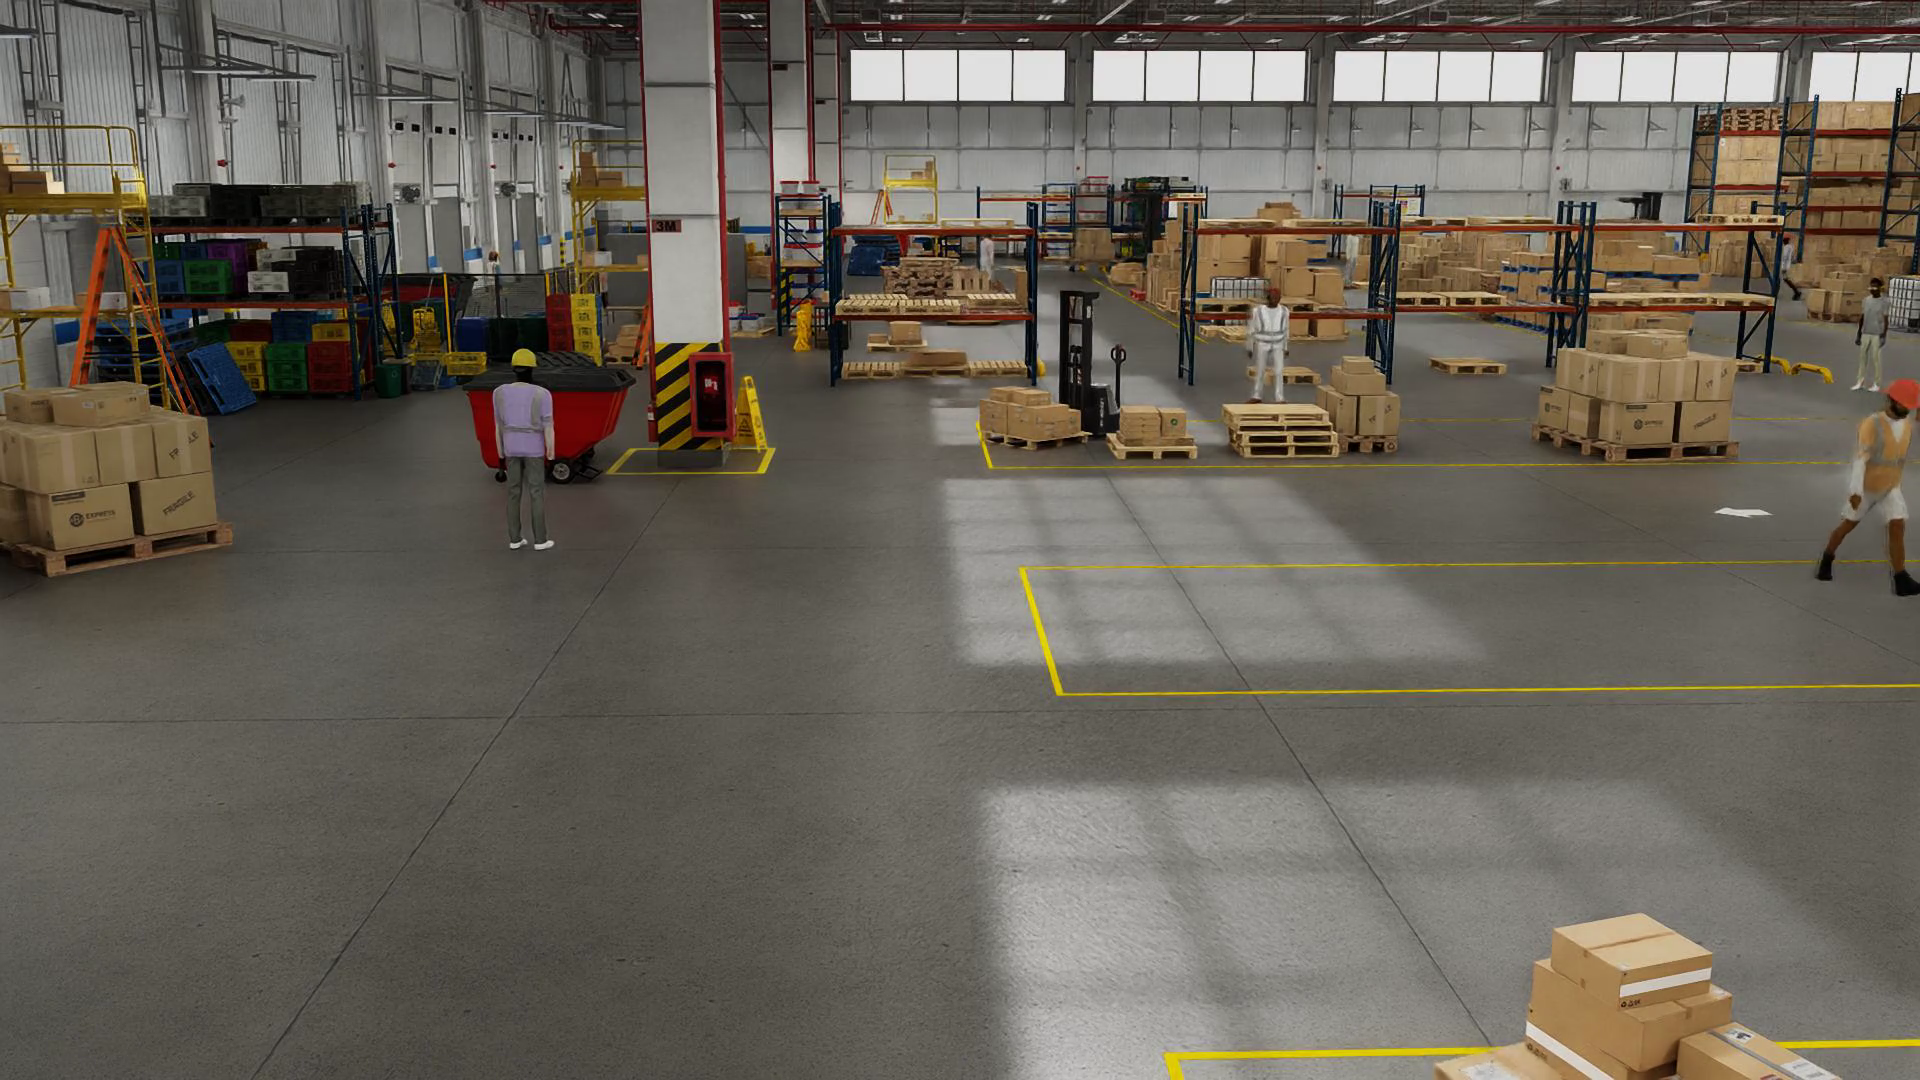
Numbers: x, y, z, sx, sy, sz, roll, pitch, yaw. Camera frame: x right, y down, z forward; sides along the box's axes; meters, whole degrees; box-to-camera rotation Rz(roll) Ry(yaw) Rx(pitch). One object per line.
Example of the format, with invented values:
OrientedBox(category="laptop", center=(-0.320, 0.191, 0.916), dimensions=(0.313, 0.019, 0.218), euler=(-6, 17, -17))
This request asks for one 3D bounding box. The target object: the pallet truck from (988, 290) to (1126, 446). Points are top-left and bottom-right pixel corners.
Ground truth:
OrientedBox(category="pallet truck", center=(1.257, -2.299, 22.111), dimensions=(1.885, 1.965, 0.823), euler=(-9, 15, -35))

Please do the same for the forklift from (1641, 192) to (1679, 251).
OrientedBox(category="forklift", center=(24.975, -11.182, 60.208), dimensions=(1.873, 2.768, 1.129), euler=(0, 12, -2))

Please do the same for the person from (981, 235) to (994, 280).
OrientedBox(category="person", center=(0.799, -7.994, 47.967), dimensions=(0.381, 1.939, 0.638), euler=(-5, 13, -20))

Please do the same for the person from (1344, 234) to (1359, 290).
OrientedBox(category="person", center=(11.960, -8.616, 50.766), dimensions=(0.353, 1.937, 0.635), euler=(10, 16, 39))

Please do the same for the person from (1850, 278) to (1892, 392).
OrientedBox(category="person", center=(14.920, -3.356, 27.207), dimensions=(0.320, 1.858, 0.522), euler=(-7, 14, -29))

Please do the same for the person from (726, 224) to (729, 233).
OrientedBox(category="person", center=(-7.726, -9.480, 54.697), dimensions=(0.382, 1.922, 0.594), euler=(2, 13, 11))

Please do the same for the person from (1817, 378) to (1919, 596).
OrientedBox(category="person", center=(7.859, -0.487, 14.240), dimensions=(0.606, 1.877, 1.017), euler=(-3, 13, -14))

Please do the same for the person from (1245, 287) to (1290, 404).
OrientedBox(category="person", center=(4.697, -2.925, 25.329), dimensions=(0.623, 1.845, 0.676), euler=(0, 12, 1))

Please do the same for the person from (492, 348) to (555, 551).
OrientedBox(category="person", center=(-4.114, -0.853, 15.778), dimensions=(0.581, 1.919, 0.398), euler=(1, 13, 5))

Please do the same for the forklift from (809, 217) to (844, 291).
OrientedBox(category="forklift", center=(-4.375, -8.619, 48.637), dimensions=(1.873, 2.768, 1.129), euler=(0, 12, -2))

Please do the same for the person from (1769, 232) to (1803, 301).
OrientedBox(category="person", center=(23.076, -7.633, 46.417), dimensions=(0.912, 1.906, 0.555), euler=(9, 15, 36))

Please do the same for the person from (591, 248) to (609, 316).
OrientedBox(category="person", center=(-8.886, -6.387, 41.297), dimensions=(0.551, 1.676, 0.653), euler=(3, 13, 11))

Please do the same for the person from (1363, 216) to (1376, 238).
OrientedBox(category="person", center=(14.891, -10.727, 60.169), dimensions=(0.626, 1.989, 0.395), euler=(3, 13, 15))

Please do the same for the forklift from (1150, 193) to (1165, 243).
OrientedBox(category="forklift", center=(6.713, -10.463, 56.963), dimensions=(1.873, 2.768, 1.129), euler=(0, 12, -1))

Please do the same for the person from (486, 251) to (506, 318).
OrientedBox(category="person", center=(-11.443, -6.267, 40.868), dimensions=(0.524, 1.632, 0.321), euler=(11, 17, 41))
